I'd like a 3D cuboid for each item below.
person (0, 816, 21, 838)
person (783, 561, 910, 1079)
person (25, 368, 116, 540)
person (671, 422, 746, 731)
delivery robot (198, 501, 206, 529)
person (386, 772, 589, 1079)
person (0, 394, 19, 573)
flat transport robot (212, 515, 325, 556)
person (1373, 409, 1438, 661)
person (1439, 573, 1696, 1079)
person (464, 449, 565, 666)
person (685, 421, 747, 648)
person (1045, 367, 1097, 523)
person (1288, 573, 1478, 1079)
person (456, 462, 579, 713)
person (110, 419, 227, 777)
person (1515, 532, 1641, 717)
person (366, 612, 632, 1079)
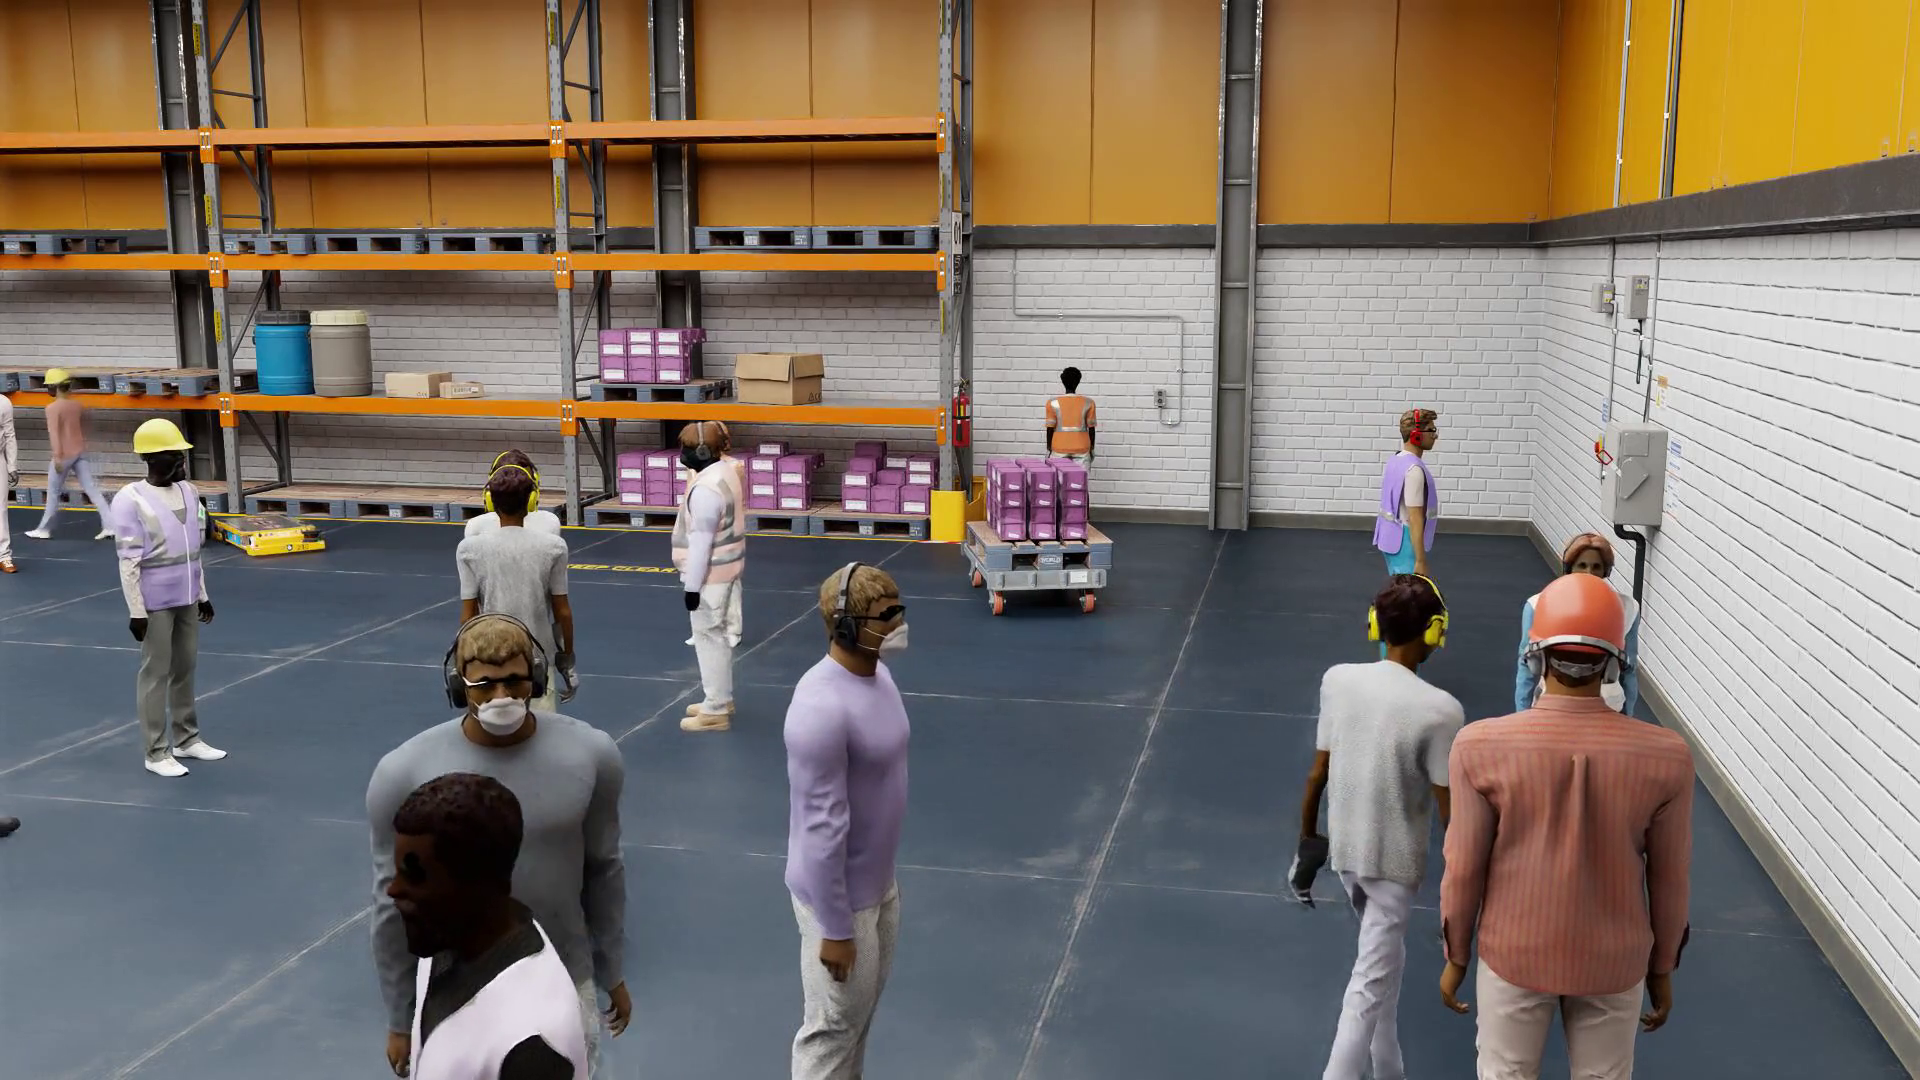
[{"bbox_3d":[-4.996,0.561,7.639,0.959,1.889,0.552,-4,10,-20],"label":"person"},{"bbox_3d":[-0.305,1.016,4.788,0.374,1.941,0.627,2,10,12],"label":"person"},{"bbox_3d":[-8.813,-0.840,16.444,0.931,1.717,0.550,2,10,10],"label":"person"},{"bbox_3d":[-1.494,0.211,9.873,0.429,1.836,0.640,0,10,3],"label":"person"},{"bbox_3d":[-7.584,-0.273,16.237,0.477,0.478,0.707,-5,11,-29],"label":"delivery robot"},{"bbox_3d":[-0.777,1.324,3.155,0.890,1.888,0.603,-5,11,-25],"label":"person"},{"bbox_3d":[-8.632,-0.631,14.626,0.642,1.913,0.408,-8,12,-38],"label":"person"},{"bbox_3d":[-6.720,-0.066,16.125,0.652,0.197,1.431,-7,12,-38],"label":"flat transport robot"},{"bbox_3d":[2.832,0.087,10.563,0.389,1.847,0.563,0,10,0],"label":"person"},{"bbox_3d":[1.547,1.071,4.300,0.611,1.995,0.381,2,10,9],"label":"person"},{"bbox_3d":[-2.145,0.485,8.136,0.520,1.873,0.328,-8,12,-39],"label":"person"},{"bbox_3d":[-1.747,-0.039,11.919,0.513,1.641,0.309,5,11,28],"label":"person"},{"bbox_3d":[1.124,-0.910,16.906,0.539,1.695,0.319,-1,10,-4],"label":"person"},{"bbox_3d":[1.344,1.007,5.141,0.769,1.833,0.586,-7,12,-36],"label":"person"},{"bbox_3d":[-2.017,0.577,7.601,0.532,1.867,0.315,-2,10,-14],"label":"person"},{"bbox_3d":[-4.293,0.304,9.028,0.355,1.930,0.593,2,10,13],"label":"person"},{"bbox_3d":[2.629,0.775,7.110,0.522,1.636,0.310,0,10,0],"label":"person"},{"bbox_3d":[-1.128,1.123,4.159,0.635,1.937,0.351,-5,11,-29],"label":"person"}]
